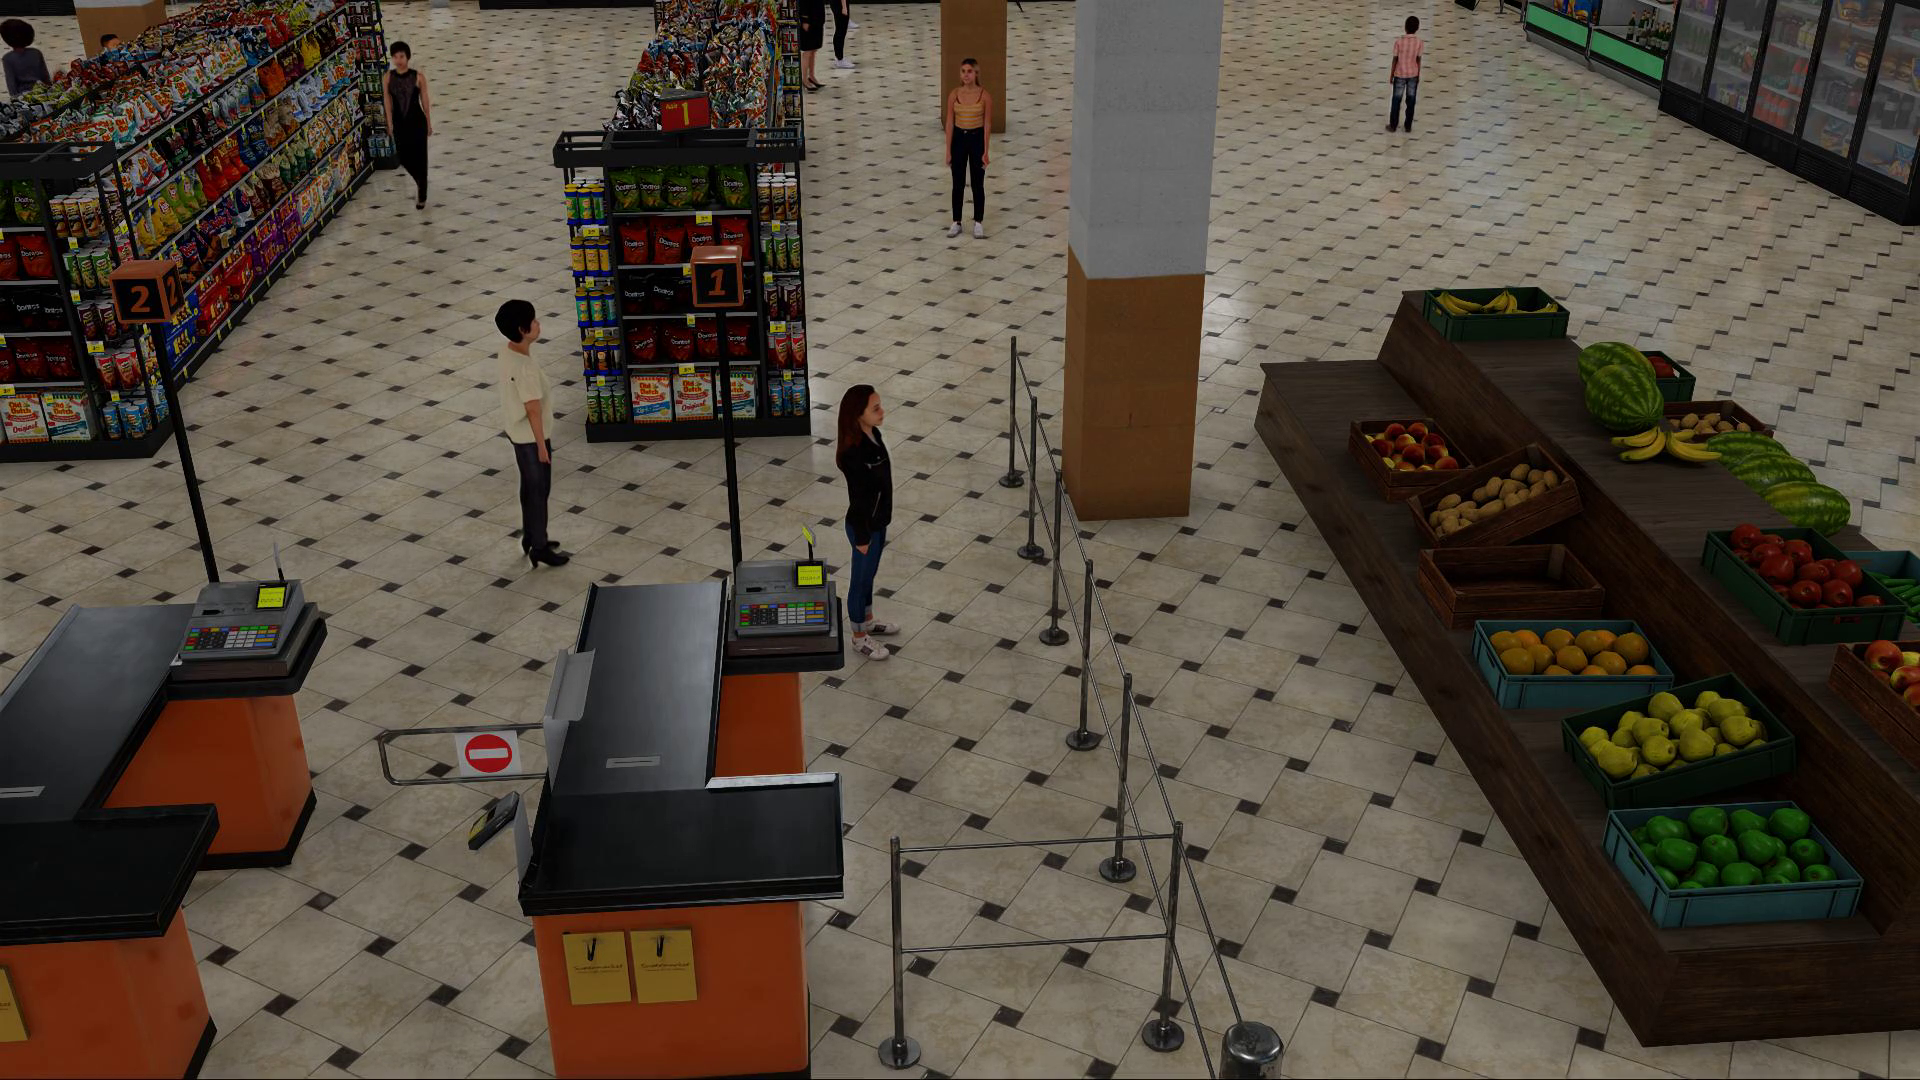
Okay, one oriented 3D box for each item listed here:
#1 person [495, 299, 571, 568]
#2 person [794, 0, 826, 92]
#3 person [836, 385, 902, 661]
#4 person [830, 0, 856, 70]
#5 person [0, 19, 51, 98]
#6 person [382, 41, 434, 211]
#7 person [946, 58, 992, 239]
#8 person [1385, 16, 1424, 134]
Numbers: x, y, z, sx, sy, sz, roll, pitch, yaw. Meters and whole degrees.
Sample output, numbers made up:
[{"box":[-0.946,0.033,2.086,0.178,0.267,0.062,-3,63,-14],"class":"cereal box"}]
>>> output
[{"box":[-2.455,-0.603,9.473,0.705,1.584,0.565,-15,31,-27],"class":"person"},{"box":[-1.921,-6.601,21.205,0.844,1.671,0.715,9,28,17],"class":"person"},{"box":[-0.488,-0.112,8.620,0.674,1.481,0.528,5,27,9],"class":"person"},{"box":[-1.608,-7.243,22.505,0.679,1.639,0.536,-5,27,-9],"class":"person"},{"box":[-9.237,-4.315,16.706,0.927,1.662,1.144,-19,33,-33],"class":"person"},{"box":[-5.378,-4.070,16.307,0.586,1.585,0.830,-3,27,-7],"class":"person"},{"box":[0.079,-3.625,15.381,0.616,1.629,0.593,4,27,8],"class":"person"},{"box":[5.149,-5.373,19.185,0.518,1.306,0.522,2,27,4],"class":"person"}]
